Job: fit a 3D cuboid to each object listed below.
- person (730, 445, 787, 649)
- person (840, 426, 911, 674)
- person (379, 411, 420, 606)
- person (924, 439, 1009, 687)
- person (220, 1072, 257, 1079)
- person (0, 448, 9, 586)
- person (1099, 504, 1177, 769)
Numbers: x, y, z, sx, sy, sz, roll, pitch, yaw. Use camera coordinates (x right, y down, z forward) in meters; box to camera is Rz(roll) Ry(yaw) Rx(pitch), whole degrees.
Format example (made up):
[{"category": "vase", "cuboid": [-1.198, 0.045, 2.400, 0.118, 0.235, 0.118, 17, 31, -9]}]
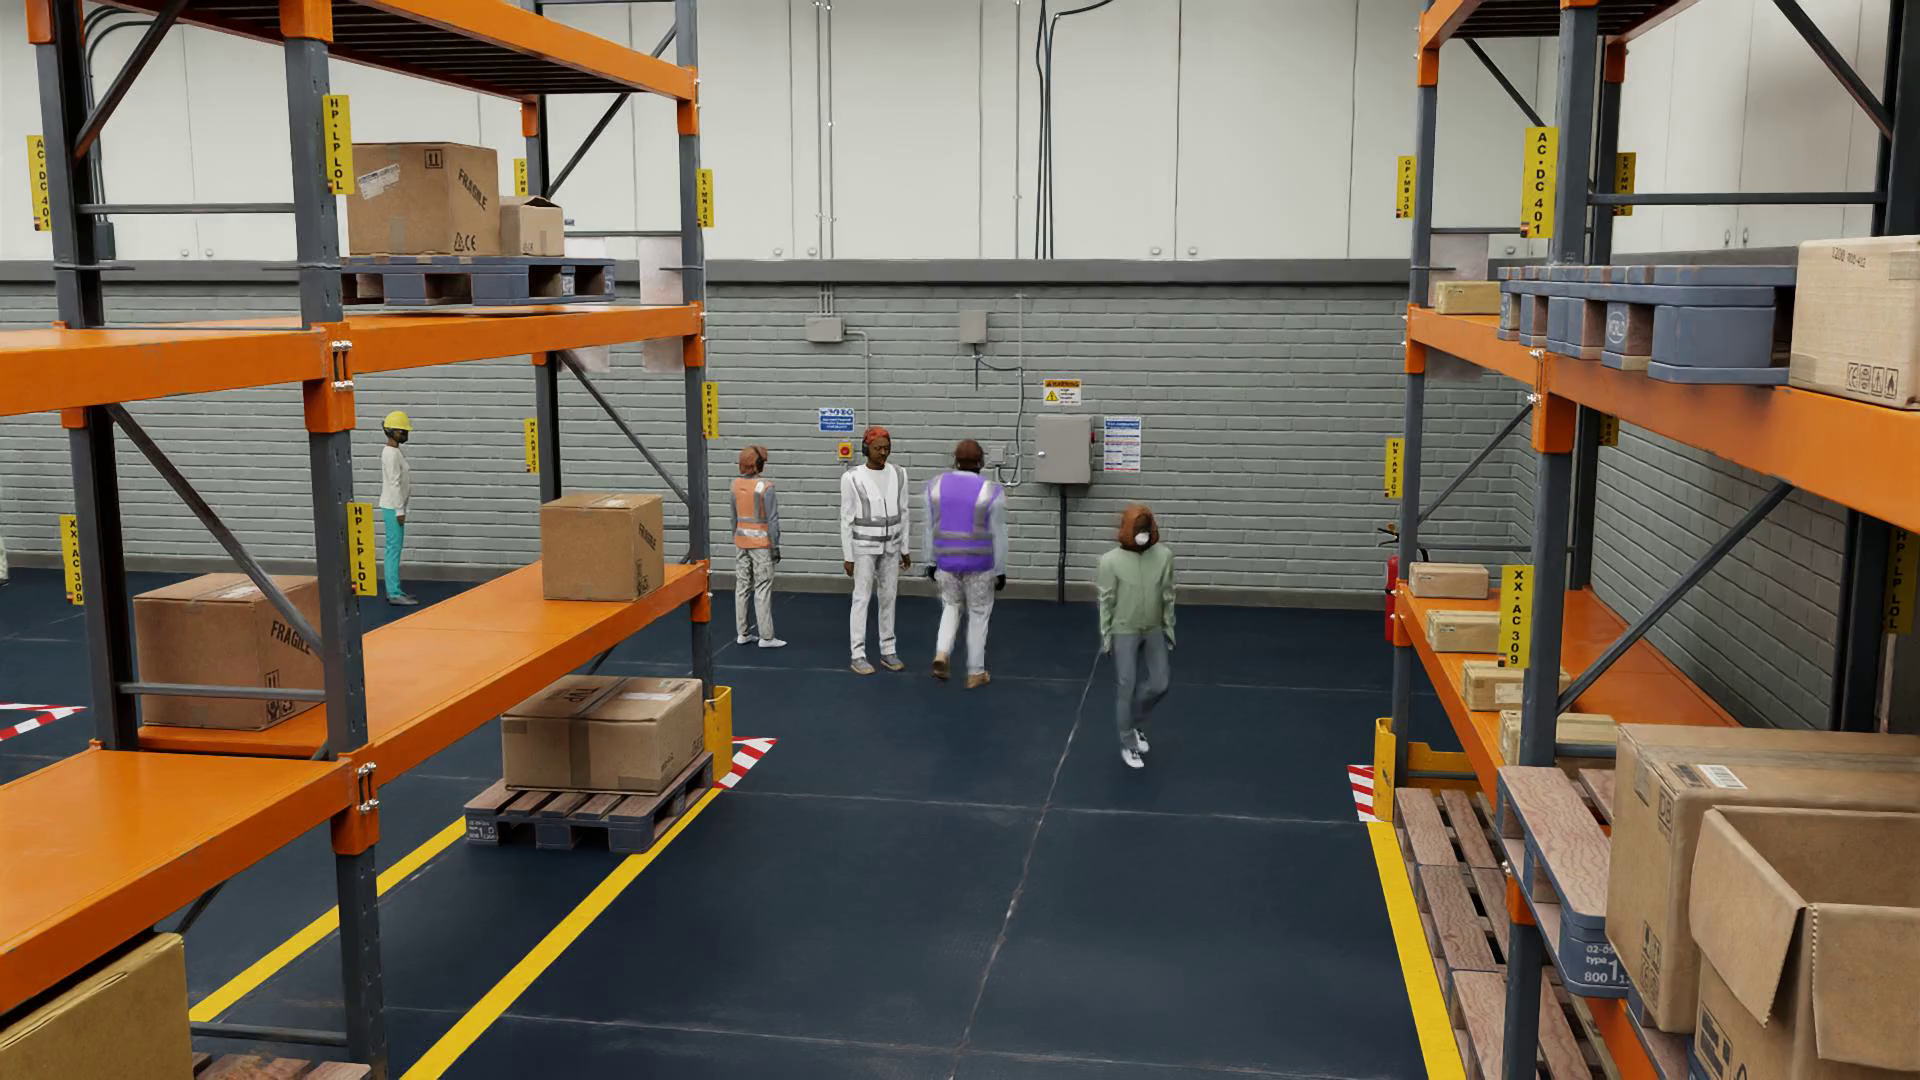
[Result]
[{"category": "person", "cuboid": [-1.644, 0.056, 13.374, 0.512, 1.644, 0.307, 7, 12, 38]}, {"category": "person", "cuboid": [-0.638, 0.075, 12.559, 0.568, 1.878, 0.350, -6, 11, -34]}, {"category": "person", "cuboid": [-5.110, -0.287, 15.130, 0.329, 1.763, 0.523, -3, 10, -20]}, {"category": "person", "cuboid": [0.051, 0.179, 12.054, 0.656, 1.823, 0.466, 4, 10, 22]}, {"category": "person", "cuboid": [-1.281, 1.730, 3.086, 0.519, 1.620, 0.411, 0, 9, 2]}, {"category": "person", "cuboid": [-9.424, -0.406, 15.927, 0.575, 1.739, 0.349, 3, 10, 20]}, {"category": "person", "cuboid": [1.098, 0.584, 10.171, 0.513, 1.621, 0.349, -3, 10, -17]}]
